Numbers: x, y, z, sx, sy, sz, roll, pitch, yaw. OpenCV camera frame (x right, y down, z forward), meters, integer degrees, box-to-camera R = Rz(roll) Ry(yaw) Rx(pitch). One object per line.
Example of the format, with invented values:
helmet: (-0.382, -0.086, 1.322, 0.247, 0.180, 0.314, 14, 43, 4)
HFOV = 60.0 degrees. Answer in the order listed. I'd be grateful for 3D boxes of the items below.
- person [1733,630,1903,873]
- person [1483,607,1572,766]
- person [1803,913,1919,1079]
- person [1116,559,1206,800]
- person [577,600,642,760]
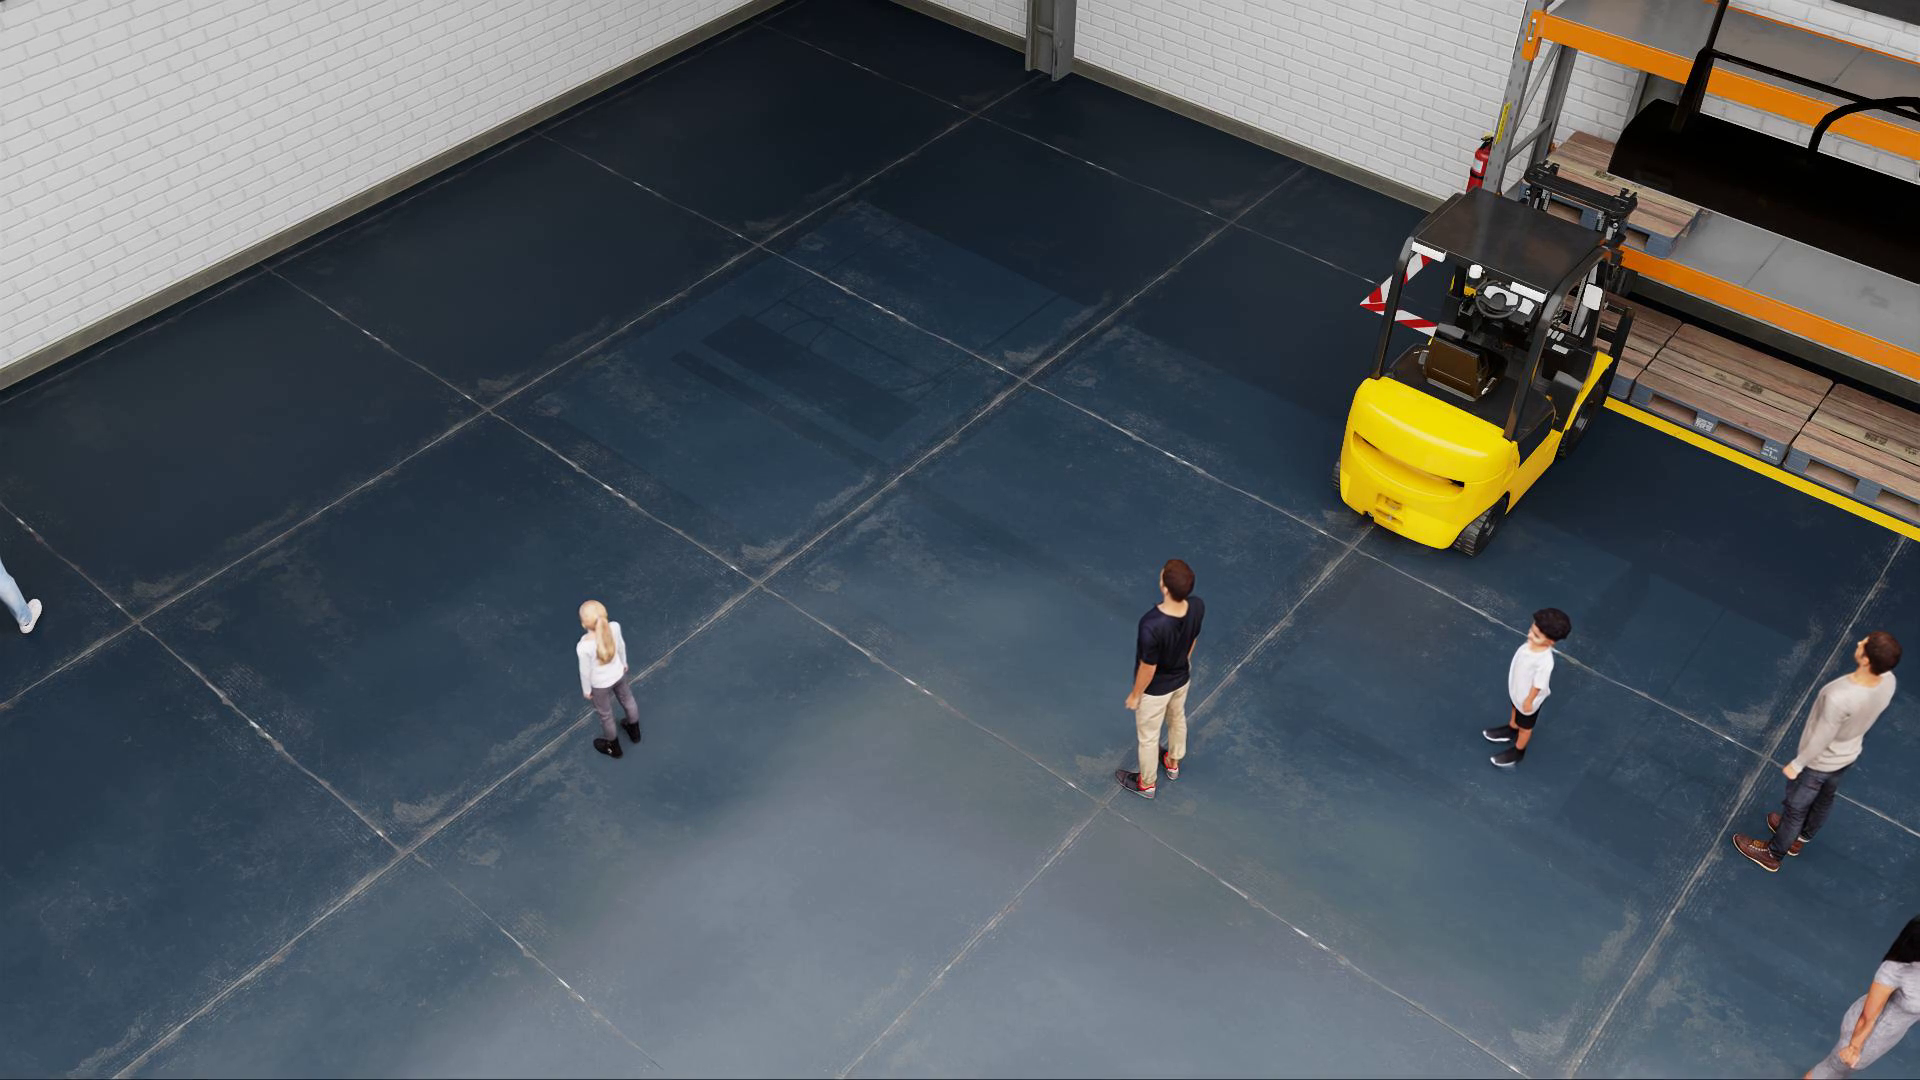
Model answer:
person: (4.878, 1.203, 9.363, 0.732, 1.865, 0.684, -21, 48, -21)
person: (3.482, 0.873, 10.151, 0.611, 1.257, 0.560, 0, 44, 0)
person: (4.478, 2.395, 8.173, 0.648, 1.781, 0.627, -22, 48, -21)
person: (1.196, 0.819, 9.772, 0.680, 1.858, 0.571, -31, 52, -28)
person: (-2.157, 0.840, 10.170, 0.499, 1.279, 0.487, 32, 52, 29)
